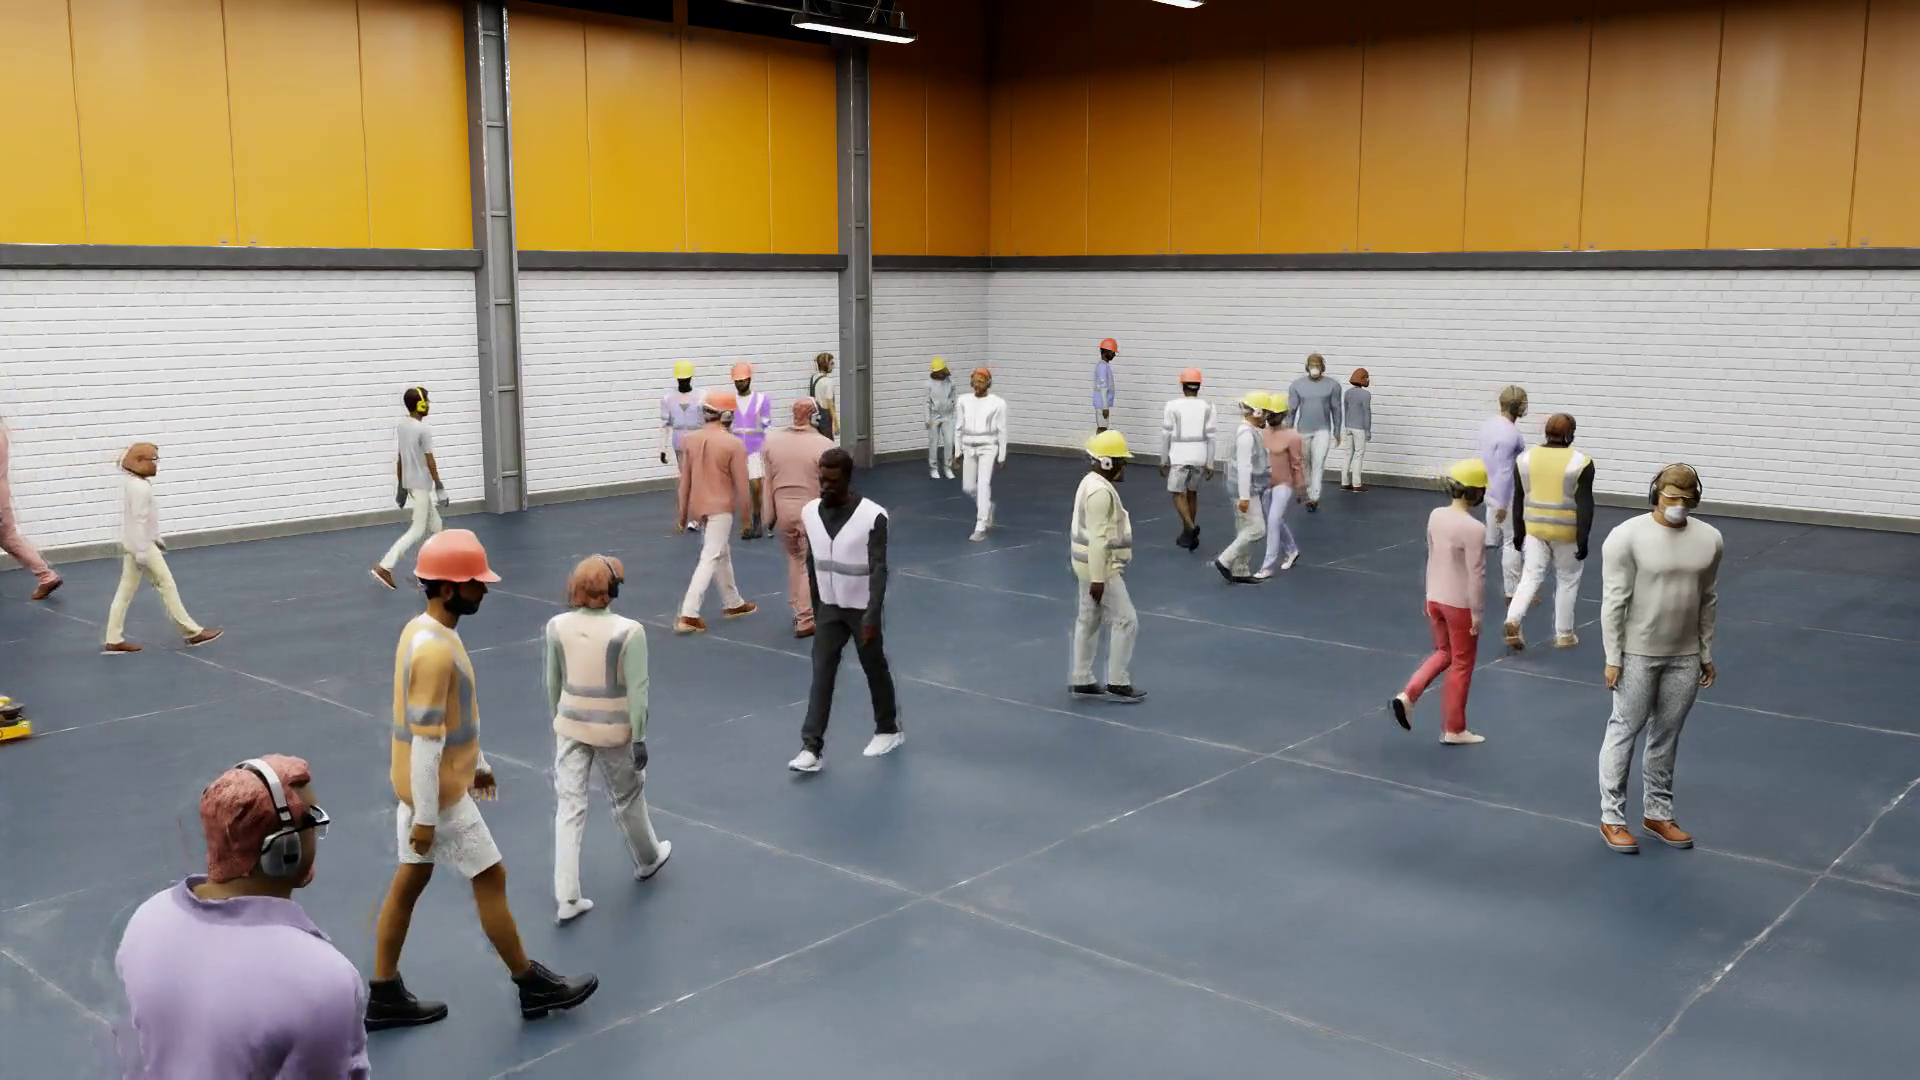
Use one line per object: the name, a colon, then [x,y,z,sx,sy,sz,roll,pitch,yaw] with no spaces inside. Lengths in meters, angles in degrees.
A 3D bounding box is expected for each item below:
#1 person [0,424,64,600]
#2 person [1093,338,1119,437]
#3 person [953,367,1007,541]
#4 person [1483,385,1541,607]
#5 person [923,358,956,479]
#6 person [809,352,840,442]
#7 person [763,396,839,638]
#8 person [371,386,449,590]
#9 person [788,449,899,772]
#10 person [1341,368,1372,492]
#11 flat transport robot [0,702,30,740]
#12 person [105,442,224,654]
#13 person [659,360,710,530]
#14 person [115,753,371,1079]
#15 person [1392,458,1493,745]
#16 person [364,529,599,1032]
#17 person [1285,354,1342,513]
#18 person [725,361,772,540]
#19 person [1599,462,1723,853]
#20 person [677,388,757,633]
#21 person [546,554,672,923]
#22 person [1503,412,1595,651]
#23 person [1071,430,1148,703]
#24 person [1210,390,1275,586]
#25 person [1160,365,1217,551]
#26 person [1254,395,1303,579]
person: [-8.278,-0.358,14.230,0.942,1.873,0.634,-3,10,-19]
person: [2.112,-1.959,24.111,0.375,1.928,0.542,0,9,2]
person: [0.243,-0.946,17.957,0.588,1.865,0.691,4,10,26]
person: [4.565,-0.374,14.214,0.793,1.920,0.642,1,9,6]
person: [-0.279,-1.676,23.037,0.499,1.700,0.698,-3,9,-17]
person: [-1.718,-1.543,21.804,0.513,1.829,0.557,-6,11,-32]
person: [-1.181,-0.194,13.173,0.663,1.882,0.708,4,10,23]
person: [-4.968,-0.479,15.131,0.906,1.836,0.519,-8,12,-41]
person: [-0.652,0.395,9.544,0.597,1.864,0.981,5,10,28]
person: [5.206,-1.438,21.798,0.280,1.625,0.493,-4,10,-22]
flat transport robot: [-6.411,1.063,10.324,1.431,0.197,0.652,8,12,40]
person: [-6.053,0.056,12.496,0.838,1.584,0.518,-6,11,-32]
person: [-3.039,-1.043,18.450,0.621,1.889,0.870,1,9,6]
person: [-1.465,1.362,3.446,0.635,1.872,0.956,4,10,26]
person: [2.924,0.379,9.972,0.485,1.750,0.546,-3,10,-19]
person: [-1.836,0.896,6.251,0.931,1.892,0.566,-4,10,-22]
person: [4.243,-1.288,20.022,0.651,1.882,1.037,3,10,19]
person: [-2.286,-0.945,17.764,0.586,1.918,0.458,0,9,3]
person: [3.450,0.572,8.208,0.629,1.933,0.379,-2,9,-11]
person: [-1.978,-0.248,13.369,0.630,1.940,1.051,6,11,34]
person: [-1.603,0.851,7.492,0.538,1.585,0.848,3,9,16]
person: [4.426,-0.053,12.504,0.632,1.819,0.804,9,13,44]
person: [1.038,0.179,11.034,0.636,1.811,0.627,0,9,-2]
person: [2.596,-0.451,15.049,0.473,1.798,0.631,2,9,10]
person: [2.359,-0.827,17.067,0.558,1.919,0.791,-1,9,-6]
person: [3.029,-0.530,15.761,0.857,1.723,0.513,-9,13,-43]
